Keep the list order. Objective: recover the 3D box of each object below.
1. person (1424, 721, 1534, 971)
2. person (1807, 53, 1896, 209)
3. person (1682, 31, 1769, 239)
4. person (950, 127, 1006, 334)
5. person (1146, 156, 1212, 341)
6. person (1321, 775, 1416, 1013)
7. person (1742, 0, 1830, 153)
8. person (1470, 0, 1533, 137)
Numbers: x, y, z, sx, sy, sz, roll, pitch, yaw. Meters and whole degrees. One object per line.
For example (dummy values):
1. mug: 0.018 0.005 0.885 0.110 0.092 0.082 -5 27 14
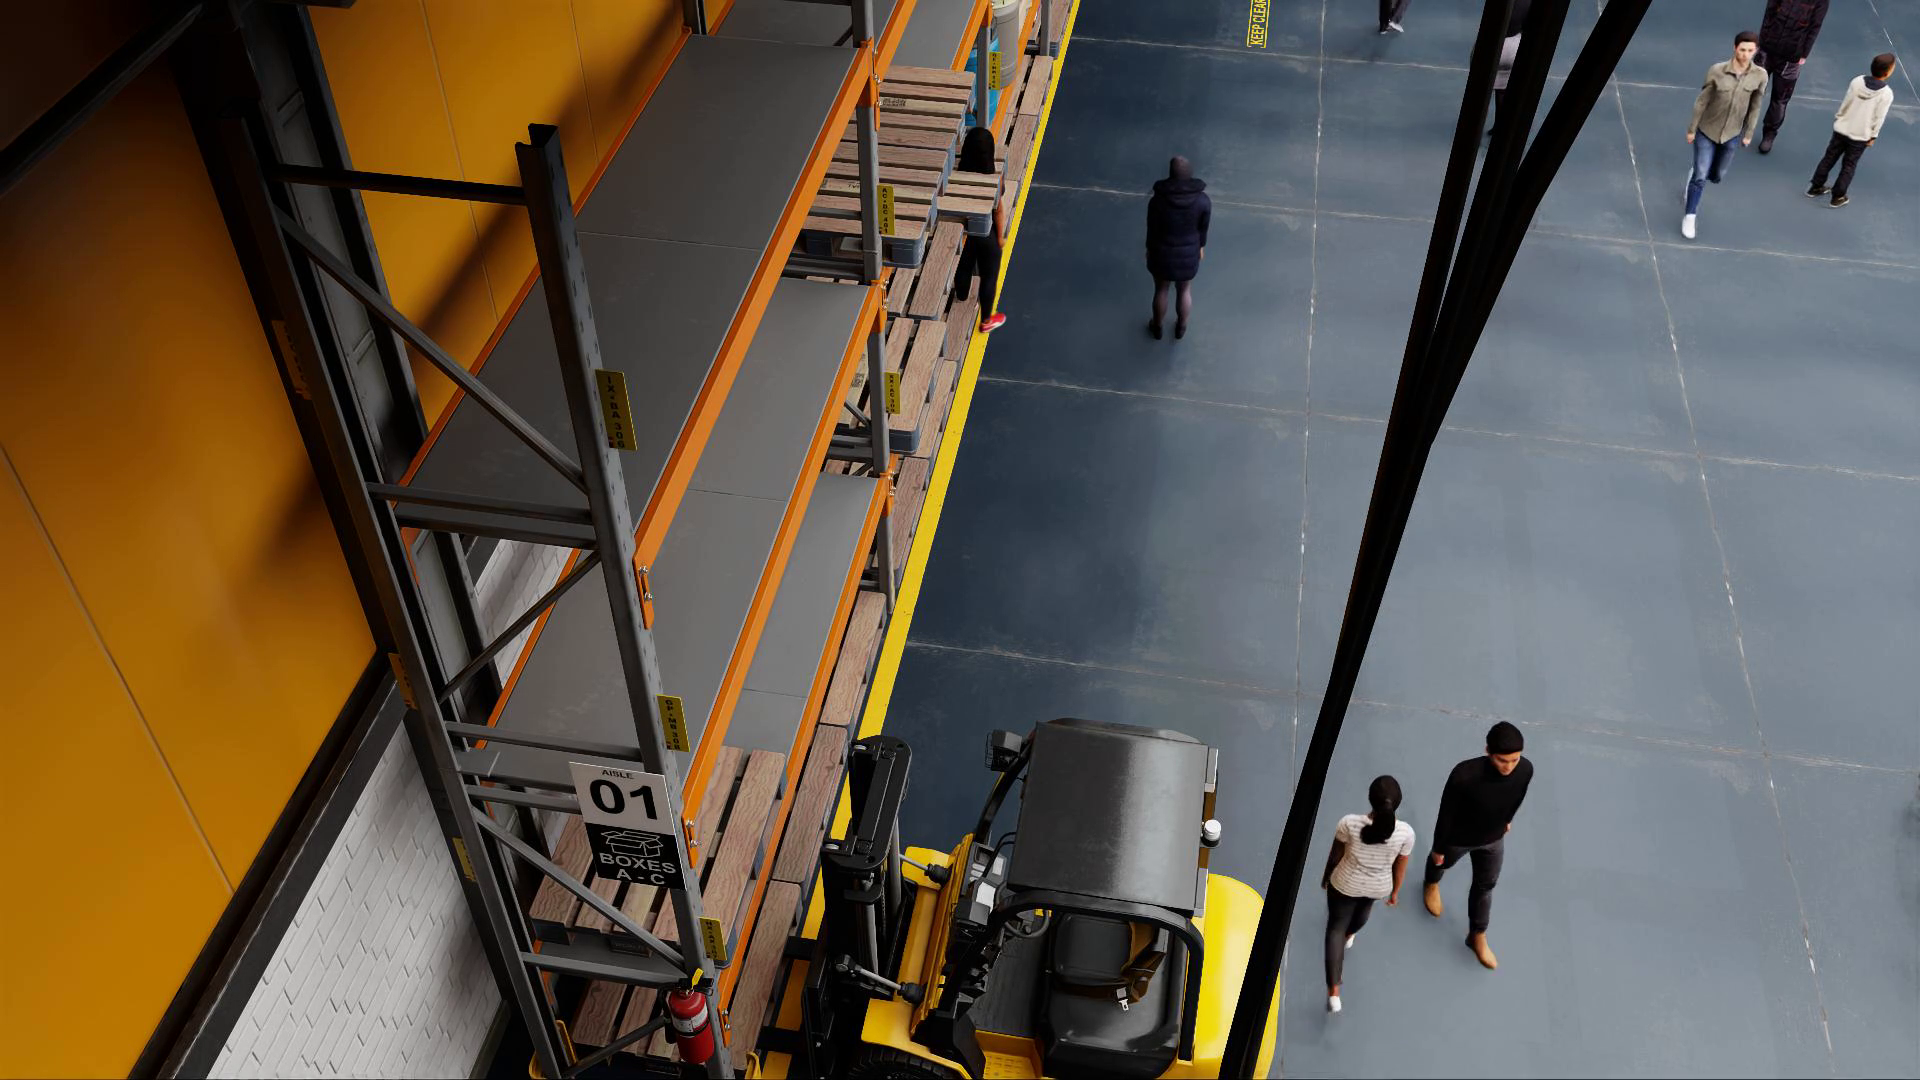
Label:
1. person: 2.862 1.556 9.346 0.816 1.699 1.029 -4 44 -4
2. person: 8.082 -3.717 15.062 0.711 1.450 0.653 -26 49 -25
3. person: 6.704 -3.615 14.716 0.687 1.780 1.011 8 44 8
4. person: 0.144 -2.527 13.547 0.760 1.816 0.772 28 50 26
5. person: 1.740 -2.317 13.509 0.710 1.565 0.691 0 44 0
6. person: 2.172 1.927 9.018 0.558 1.615 1.023 6 44 7
7. person: 7.721 -4.596 15.653 0.764 1.908 0.741 27 50 25
8. person: 5.105 -4.595 15.761 0.723 1.756 0.702 -3 44 -3
